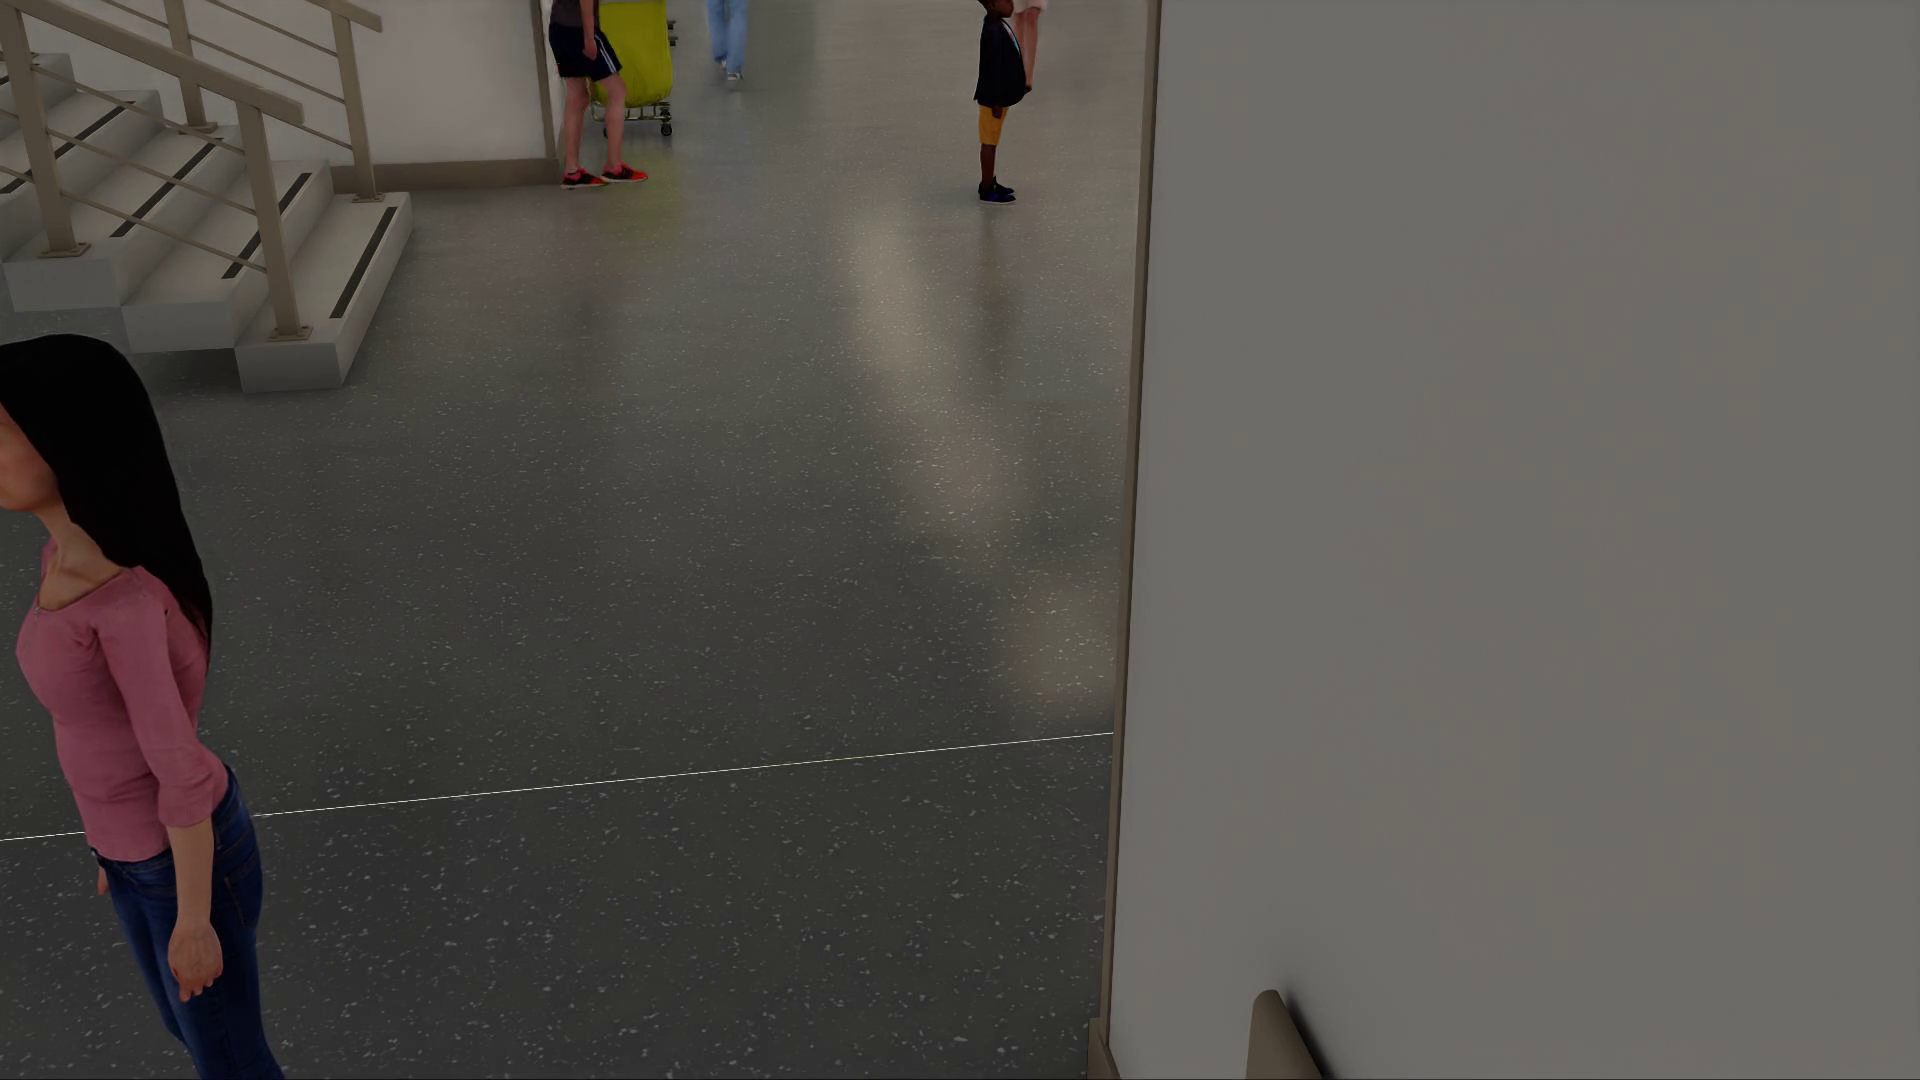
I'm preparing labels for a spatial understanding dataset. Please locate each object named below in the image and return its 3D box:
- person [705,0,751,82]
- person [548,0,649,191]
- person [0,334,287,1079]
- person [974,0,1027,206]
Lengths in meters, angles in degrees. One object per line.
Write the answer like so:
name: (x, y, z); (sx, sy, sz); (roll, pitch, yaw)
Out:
person: (-1.796, -4.414, 12.752); (1.163, 1.817, 0.835); (-2, 26, -3)
person: (-2.318, -2.959, 9.724); (0.912, 1.827, 0.857); (-15, 29, -28)
person: (-1.251, 0.507, 2.633); (0.665, 1.742, 0.656); (-21, 32, -36)
person: (0.195, -2.607, 9.634); (0.567, 1.271, 0.555); (0, 26, 1)
